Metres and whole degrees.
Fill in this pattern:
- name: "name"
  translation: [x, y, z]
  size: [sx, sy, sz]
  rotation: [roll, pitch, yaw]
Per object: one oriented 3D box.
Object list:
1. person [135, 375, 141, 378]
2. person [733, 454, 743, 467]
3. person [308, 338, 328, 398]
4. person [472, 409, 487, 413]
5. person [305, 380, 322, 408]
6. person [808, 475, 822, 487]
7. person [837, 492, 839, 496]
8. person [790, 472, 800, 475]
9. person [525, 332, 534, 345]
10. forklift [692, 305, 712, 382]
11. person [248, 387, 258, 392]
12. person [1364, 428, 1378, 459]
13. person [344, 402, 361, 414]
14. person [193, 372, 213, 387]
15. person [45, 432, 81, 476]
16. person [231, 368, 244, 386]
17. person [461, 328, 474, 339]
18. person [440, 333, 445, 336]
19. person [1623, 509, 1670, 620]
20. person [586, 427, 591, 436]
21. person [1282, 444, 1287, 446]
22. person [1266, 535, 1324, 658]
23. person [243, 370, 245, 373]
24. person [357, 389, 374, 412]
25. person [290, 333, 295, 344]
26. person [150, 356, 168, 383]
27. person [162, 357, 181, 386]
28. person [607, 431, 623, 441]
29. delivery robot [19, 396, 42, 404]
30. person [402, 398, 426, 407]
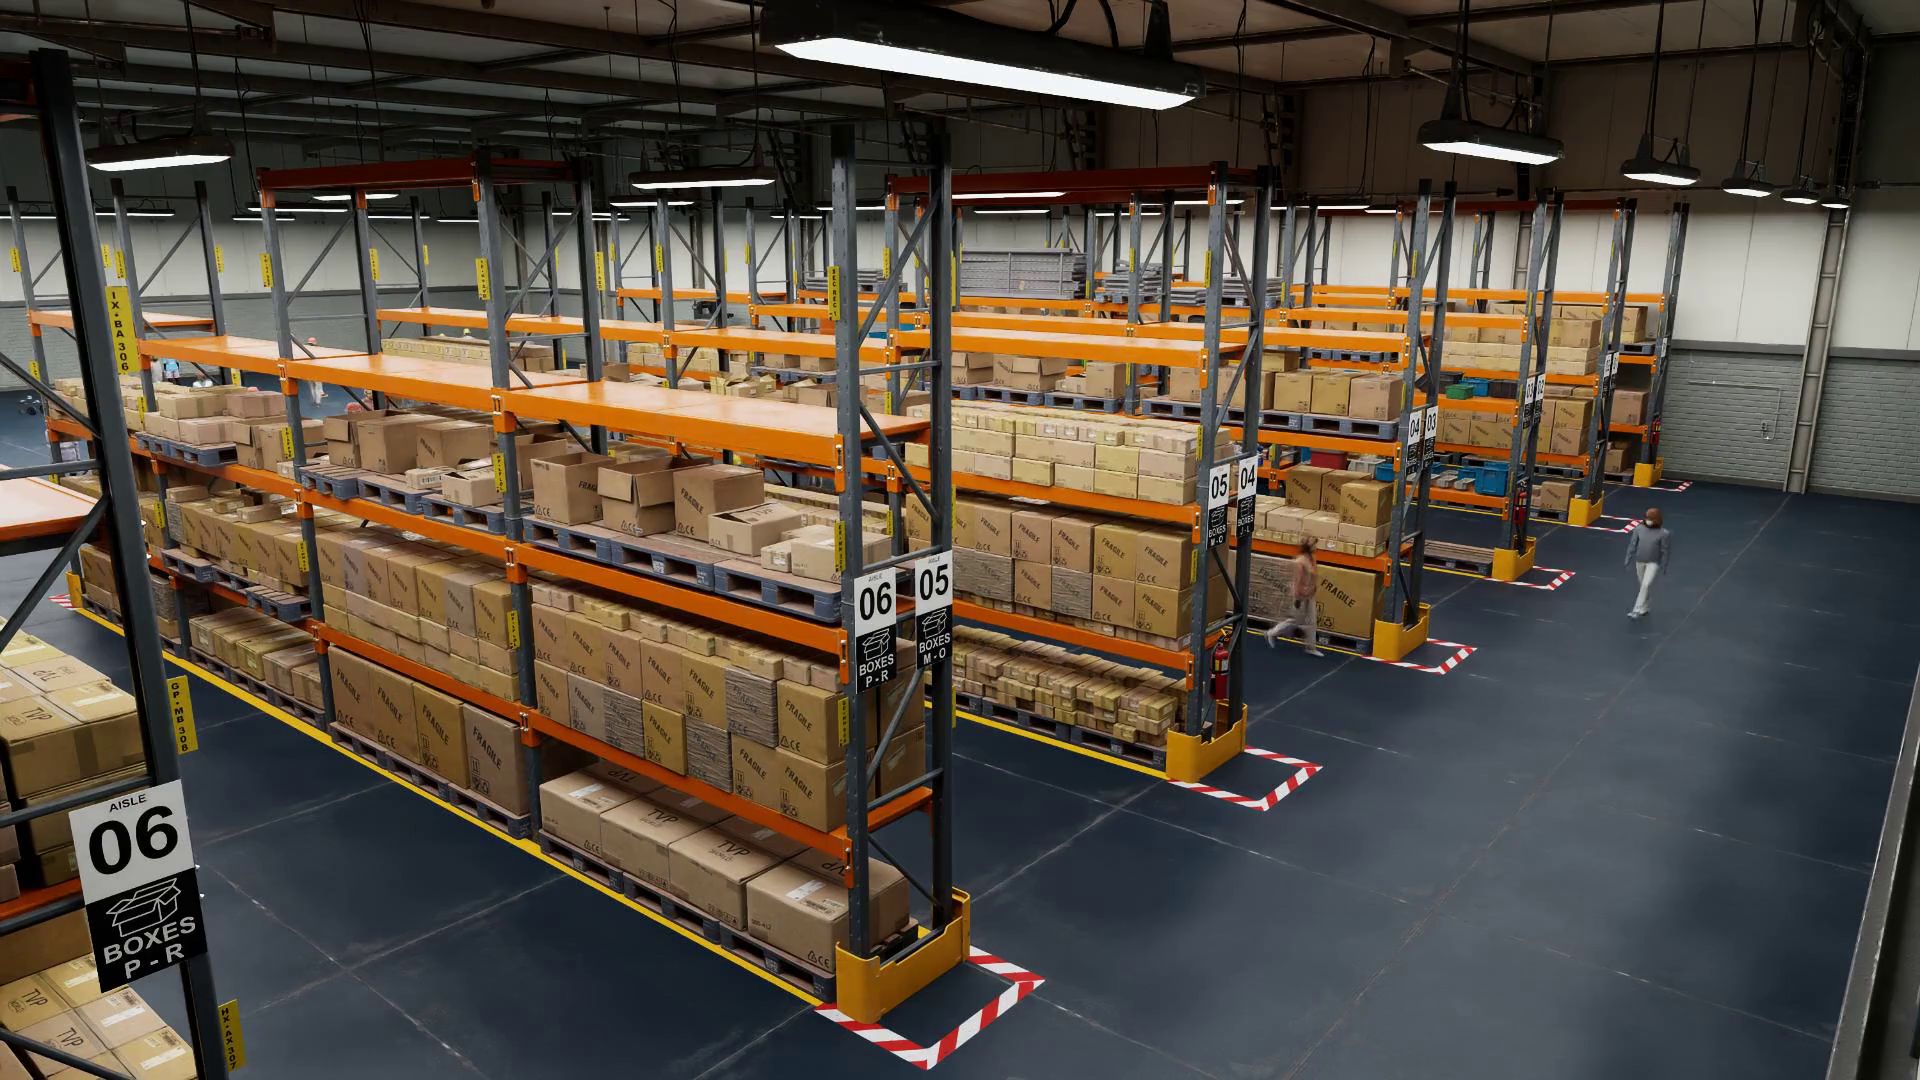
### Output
- name: "person"
  translation: [-22.267, -3.691, 34.402]
  size: [0.315, 1.636, 0.514]
  rotation: [-10, 17, -36]
- name: "person"
  translation: [-3.678, -0.551, 21.145]
  size: [0.787, 1.805, 0.599]
  rotation: [6, 15, 25]
- name: "person"
  translation: [-21.662, -5.799, 42.323]
  size: [0.612, 1.997, 0.376]
  rotation: [5, 15, 20]
- name: "person"
  translation: [-10.948, -2.458, 28.606]
  size: [0.678, 1.999, 0.442]
  rotation: [2, 14, 7]
- name: "person"
  translation: [-20.461, -5.191, 40.009]
  size: [0.641, 1.900, 0.952]
  rotation: [-4, 14, -14]
- name: "person"
  translation: [-2.853, -1.528, 25.019]
  size: [0.321, 1.871, 0.532]
  rotation: [12, 18, 41]
- name: "person"
  translation: [-1.759, -0.131, 19.546]
  size: [0.391, 1.726, 0.499]
  rotation: [8, 16, 31]
- name: "person"
  translation: [-3.901, -2.443, 28.671]
  size: [0.813, 1.914, 0.604]
  rotation: [12, 18, 40]
- name: "person"
  translation: [-16.100, -6.857, 46.914]
  size: [0.611, 1.890, 0.651]
  rotation: [-1, 14, -5]
- name: "forklift"
  translation: [-9.511, -7.392, 47.124]
  size: [1.873, 2.768, 1.129]
  rotation: [11, 17, 38]
- name: "person"
  translation: [-16.379, -2.603, 29.308]
  size: [0.362, 1.934, 0.543]
  rotation: [-3, 14, -12]
- name: "person"
  translation: [8.262, -1.524, 25.520]
  size: [0.625, 1.615, 0.508]
  rotation: [11, 18, 38]
- name: "person"
  translation: [-12.505, -1.906, 26.351]
  size: [0.564, 1.977, 0.628]
  rotation: [-7, 15, -26]
- name: "person"
  translation: [-21.269, -3.934, 35.491]
  size: [0.526, 1.590, 0.871]
  rotation: [-8, 16, -28]
- name: "person"
  translation: [-18.039, -1.655, 25.399]
  size: [0.373, 1.934, 0.551]
  rotation: [9, 16, 32]
- name: "person"
  translation: [-22.644, -4.952, 39.236]
  size: [0.622, 1.800, 0.916]
  rotation: [-7, 15, -25]
- name: "person"
  translation: [-19.037, -7.284, 48.802]
  size: [0.549, 1.822, 0.592]
  rotation: [12, 18, 41]
- name: "person"
  translation: [-19.317, -6.860, 47.196]
  size: [0.541, 1.746, 0.582]
  rotation: [-4, 14, -18]
- name: "person"
  translation: [9.734, 0.345, 17.902]
  size: [0.872, 1.587, 0.509]
  rotation: [-9, 17, -34]
- name: "person"
  translation: [-9.146, -3.062, 31.234]
  size: [0.606, 1.934, 0.376]
  rotation: [7, 15, 25]
- name: "person"
  translation: [7.585, -2.651, 29.274]
  size: [0.385, 2.040, 0.620]
  rotation: [10, 17, 37]
- name: "person"
  translation: [4.392, 0.710, 16.357]
  size: [0.684, 1.618, 0.524]
  rotation: [10, 17, 36]
- name: "person"
  translation: [-24.502, -5.784, 42.545]
  size: [0.402, 1.864, 0.534]
  rotation: [11, 17, 37]
- name: "person"
  translation: [-13.720, -2.622, 29.444]
  size: [0.402, 1.906, 0.652]
  rotation: [7, 15, 26]
- name: "person"
  translation: [-26.252, -7.409, 49.268]
  size: [0.429, 1.846, 0.626]
  rotation: [-1, 14, -3]
- name: "person"
  translation: [-25.054, -4.962, 39.251]
  size: [0.906, 1.831, 0.536]
  rotation: [0, 14, -1]
- name: "person"
  translation: [-26.901, -5.802, 42.961]
  size: [0.316, 1.695, 0.542]
  rotation: [8, 16, 30]
- name: "person"
  translation: [-9.164, -3.582, 33.334]
  size: [0.551, 1.932, 0.378]
  rotation: [0, 14, 2]
- name: "delivery robot"
  translation: [-28.391, -4.284, 38.439]
  size: [0.698, 0.223, 0.335]
  rotation: [2, 14, 10]
- name: "person"
  translation: [-14.662, -3.689, 33.814]
  size: [0.638, 1.916, 0.689]
  rotation: [-8, 16, -31]
